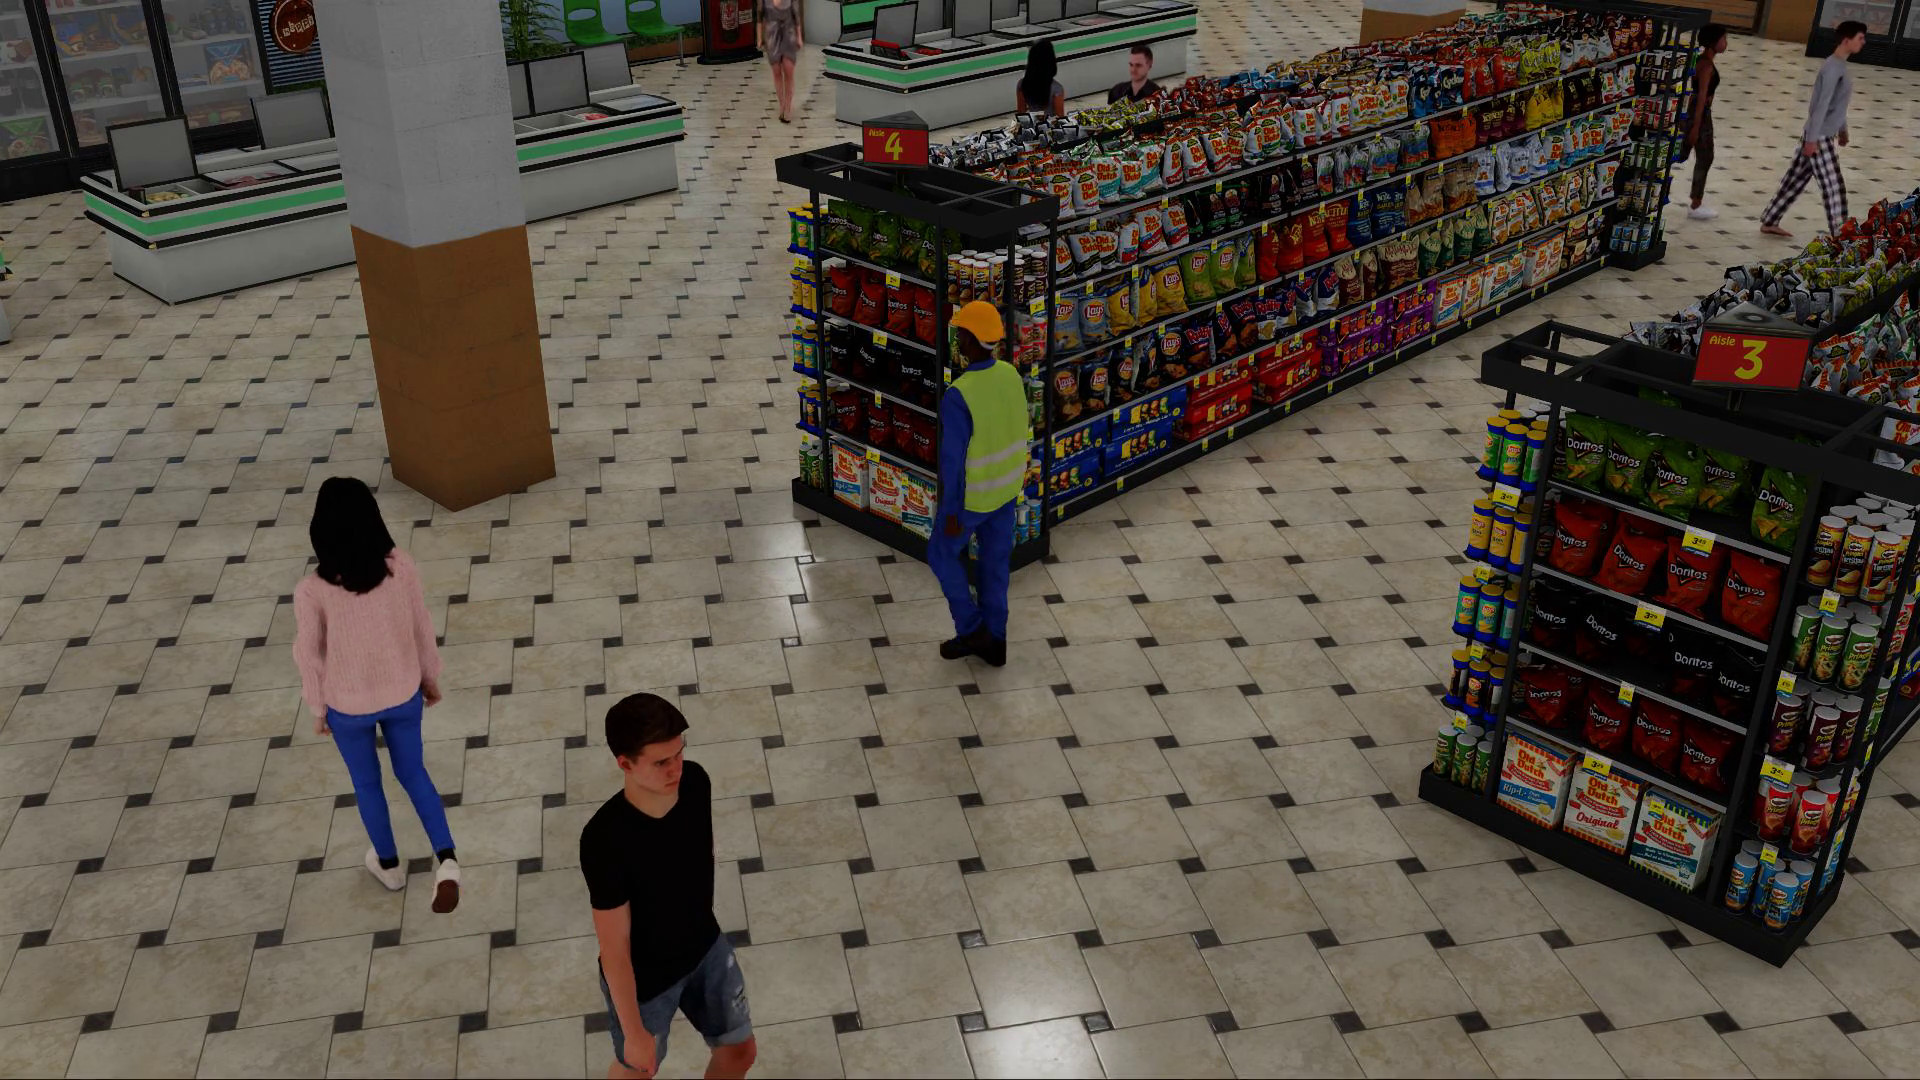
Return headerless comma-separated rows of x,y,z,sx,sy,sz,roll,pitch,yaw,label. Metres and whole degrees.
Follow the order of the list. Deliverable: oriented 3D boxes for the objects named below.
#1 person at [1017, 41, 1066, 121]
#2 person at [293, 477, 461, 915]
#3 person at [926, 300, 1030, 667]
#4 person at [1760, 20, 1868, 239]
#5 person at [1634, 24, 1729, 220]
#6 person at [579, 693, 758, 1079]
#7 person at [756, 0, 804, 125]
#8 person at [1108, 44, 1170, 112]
0.656,-3.122,13.434,0.633,1.779,0.602,15,31,27,person
-2.099,0.631,6.069,0.954,1.746,0.822,-19,32,-32,person
0.158,-0.208,7.660,0.555,1.805,0.720,-23,35,-38,person
7.121,-3.406,13.956,0.909,1.814,1.099,15,30,27,person
6.362,-3.669,14.628,0.983,1.675,1.109,8,28,15,person
-0.938,1.195,4.867,0.855,1.829,0.801,17,32,30,person
-1.926,-5.407,17.998,0.838,1.727,0.902,2,27,4,person
1.417,-2.995,13.159,0.781,1.801,1.187,18,32,32,person
